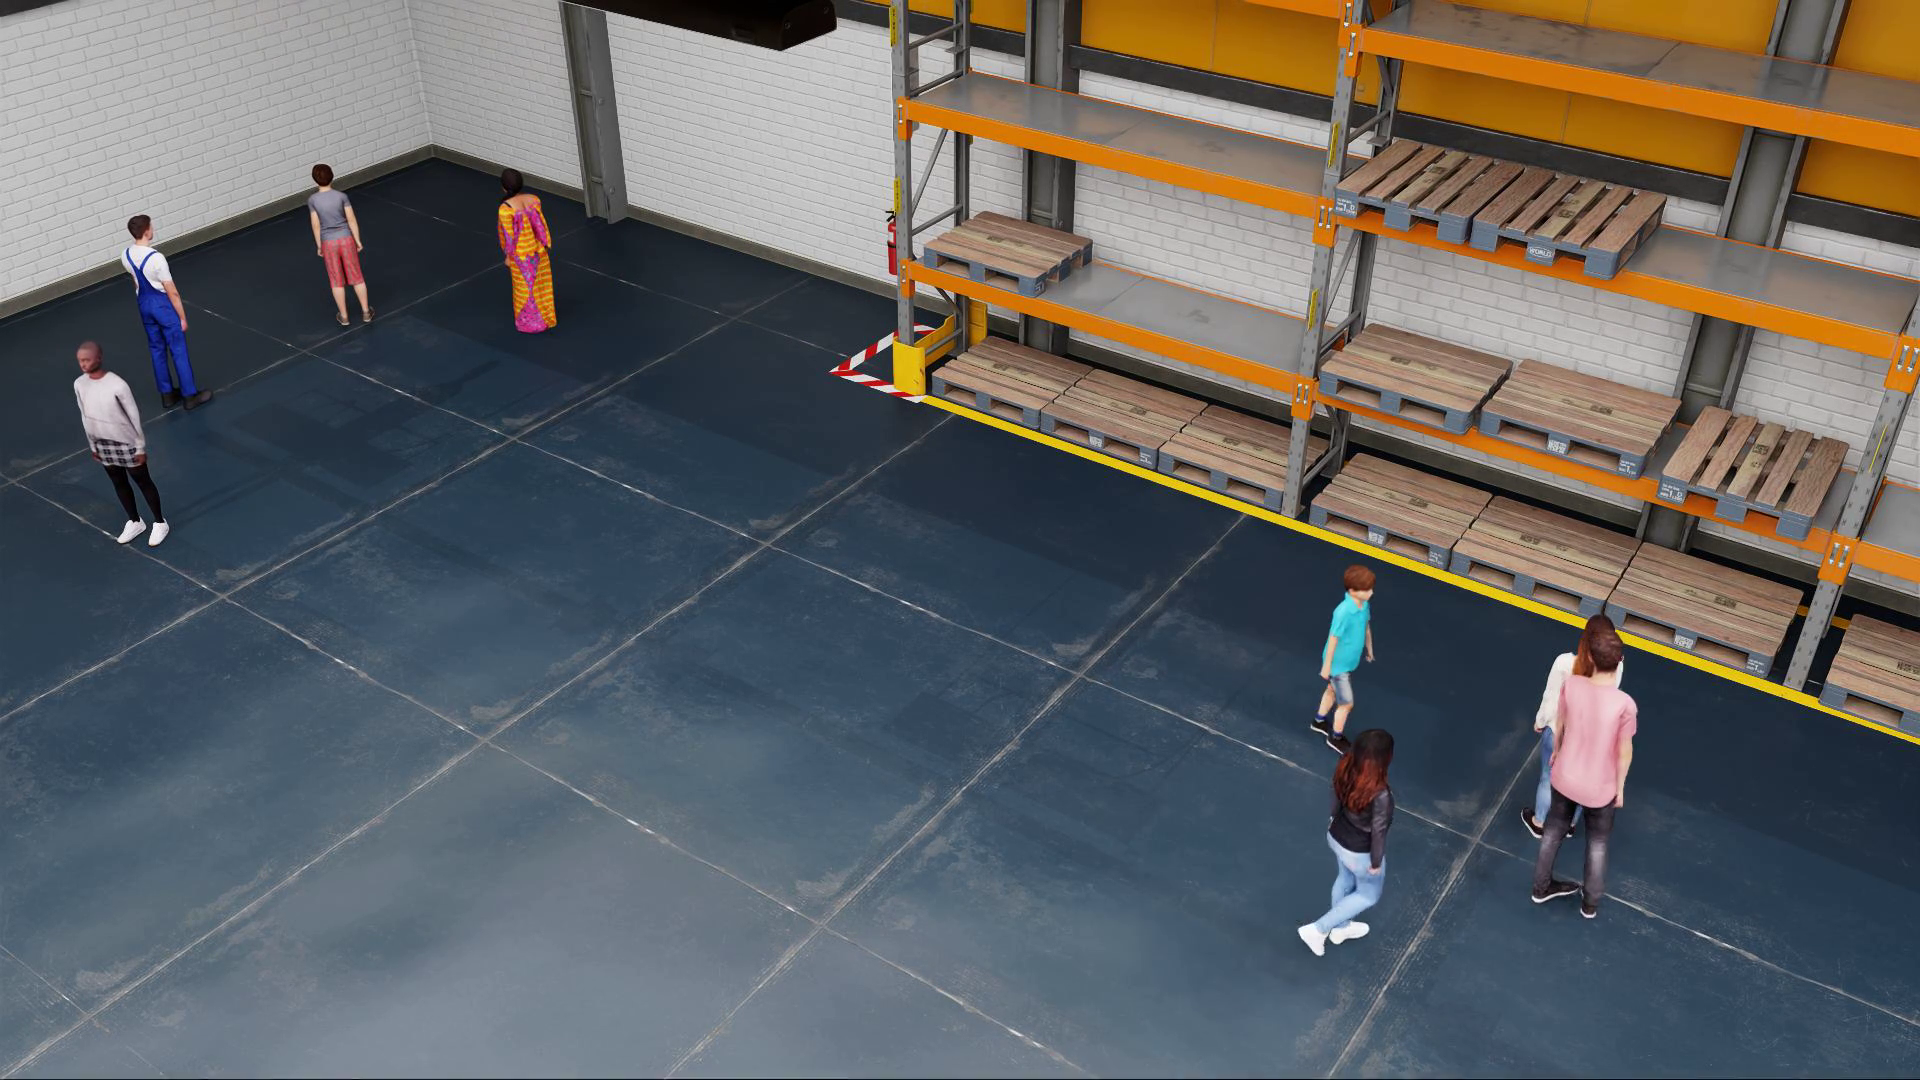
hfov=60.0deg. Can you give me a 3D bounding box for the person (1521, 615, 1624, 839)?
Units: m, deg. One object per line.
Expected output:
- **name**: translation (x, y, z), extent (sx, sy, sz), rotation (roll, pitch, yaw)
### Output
- **person**: translation (3.832, 1.169, 10.364), extent (0.656, 1.691, 0.765), rotation (3, 34, 4)

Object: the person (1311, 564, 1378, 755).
- **person**: translation (2.522, 0.755, 11.215), extent (0.656, 1.438, 0.576), rotation (25, 41, 32)

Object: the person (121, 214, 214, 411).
- **person**: translation (-7.267, -2.065, 15.089), extent (0.616, 1.847, 0.747), rotation (8, 34, 12)

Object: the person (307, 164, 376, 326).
- **person**: translation (-6.205, -2.948, 16.594), extent (0.676, 1.651, 0.702), rotation (-11, 35, -17)

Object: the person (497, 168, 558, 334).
- **person**: translation (-4.338, -2.898, 16.492), extent (0.628, 1.681, 0.627), rotation (22, 39, 29)

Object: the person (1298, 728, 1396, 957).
- **person**: translation (2.218, 1.763, 9.533), extent (0.916, 1.622, 0.878), rotation (-13, 36, -19)

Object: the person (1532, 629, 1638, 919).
- **person**: translation (3.613, 1.414, 9.765), extent (0.820, 1.945, 0.640), rotation (-21, 39, -28)

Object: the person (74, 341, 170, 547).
- **person**: translation (-6.678, -0.776, 13.218), extent (0.624, 1.771, 0.754), rotation (4, 34, 6)
